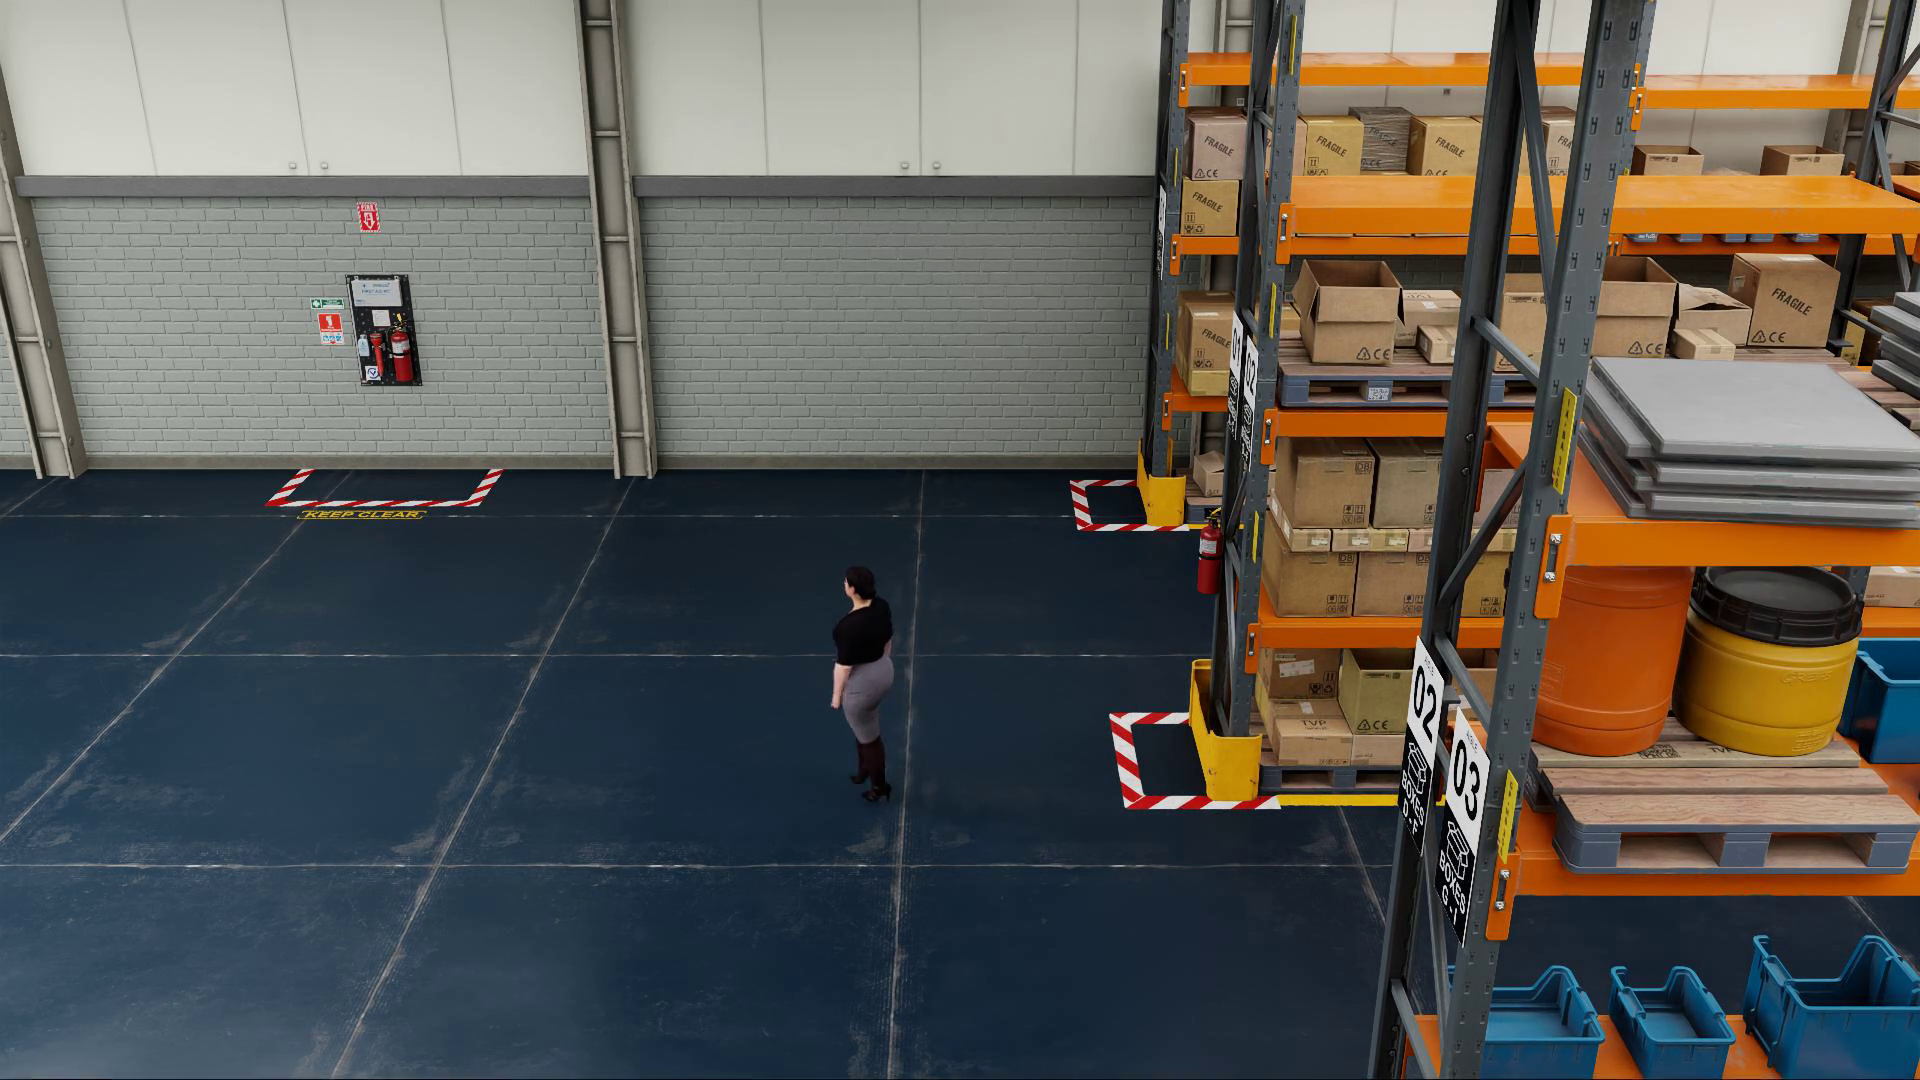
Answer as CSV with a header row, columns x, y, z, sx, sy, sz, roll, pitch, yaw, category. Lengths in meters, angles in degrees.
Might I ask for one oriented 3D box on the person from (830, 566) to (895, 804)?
x,y,z,sx,sy,sz,roll,pitch,yaw,category
-0.549,1.003,11.156,0.780,1.745,0.771,11,25,24,person
